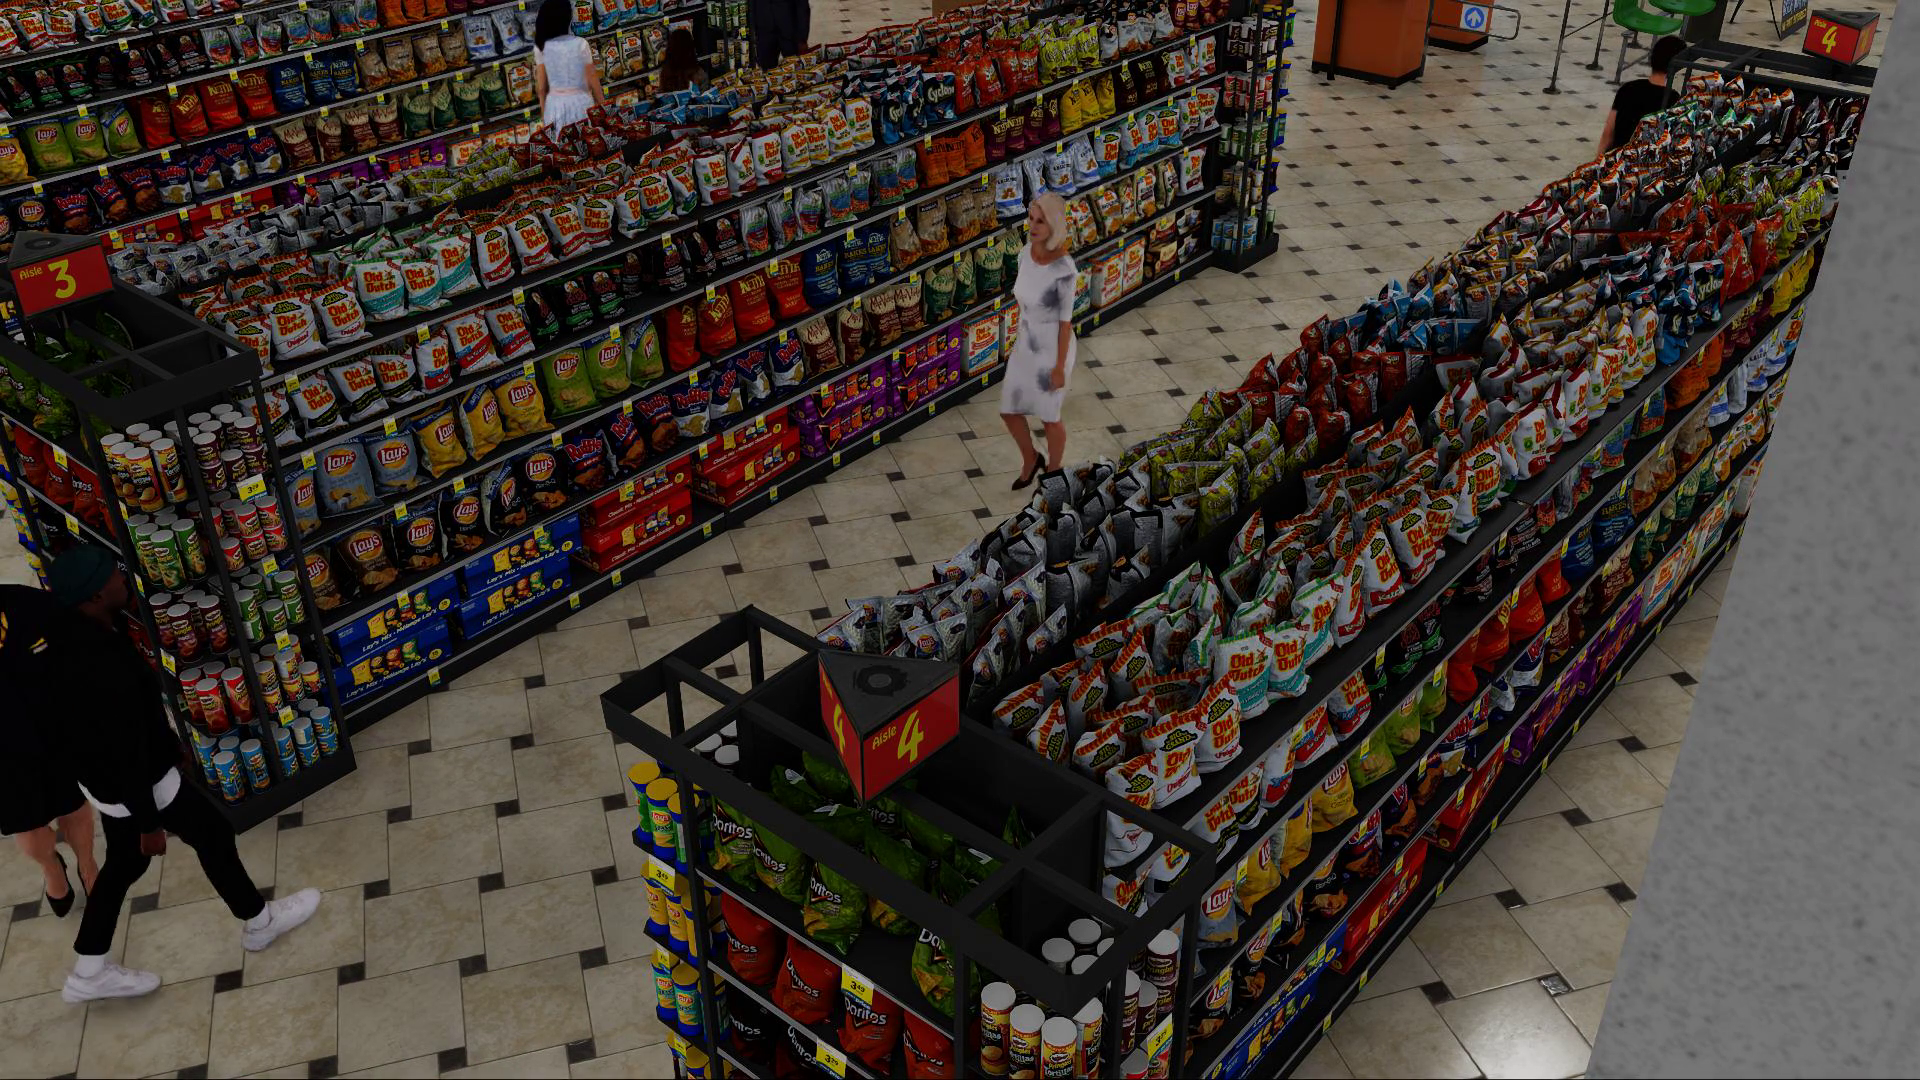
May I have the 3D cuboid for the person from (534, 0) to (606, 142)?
[{"bbox_3d":[-2.719,-2.846,11.612,0.893,1.801,0.974,4,32,7],"label":"person"}]

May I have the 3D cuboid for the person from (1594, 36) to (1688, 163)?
[{"bbox_3d":[4.231,-2.268,10.640,0.769,1.845,0.755,-23,39,-32],"label":"person"}]

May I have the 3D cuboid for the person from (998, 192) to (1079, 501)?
[{"bbox_3d":[0.489,-1.006,8.715,0.598,1.737,0.604,-26,40,-35],"label":"person"}]

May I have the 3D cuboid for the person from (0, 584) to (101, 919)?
[{"bbox_3d":[-3.415,0.669,6.092,0.696,1.664,0.836,-20,37,-29],"label":"person"}]

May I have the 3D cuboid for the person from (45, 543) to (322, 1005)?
[{"bbox_3d":[-2.910,0.853,5.689,1.177,1.778,0.783,-23,39,-32],"label":"person"}]

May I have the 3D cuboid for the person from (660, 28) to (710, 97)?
[{"bbox_3d":[-2.002,-2.939,12.089,0.820,1.453,1.026,10,33,15],"label":"person"}]

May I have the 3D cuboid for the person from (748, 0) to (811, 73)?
[{"bbox_3d":[-1.475,-4.193,13.807,1.135,1.769,1.342,5,32,8],"label":"person"}]
